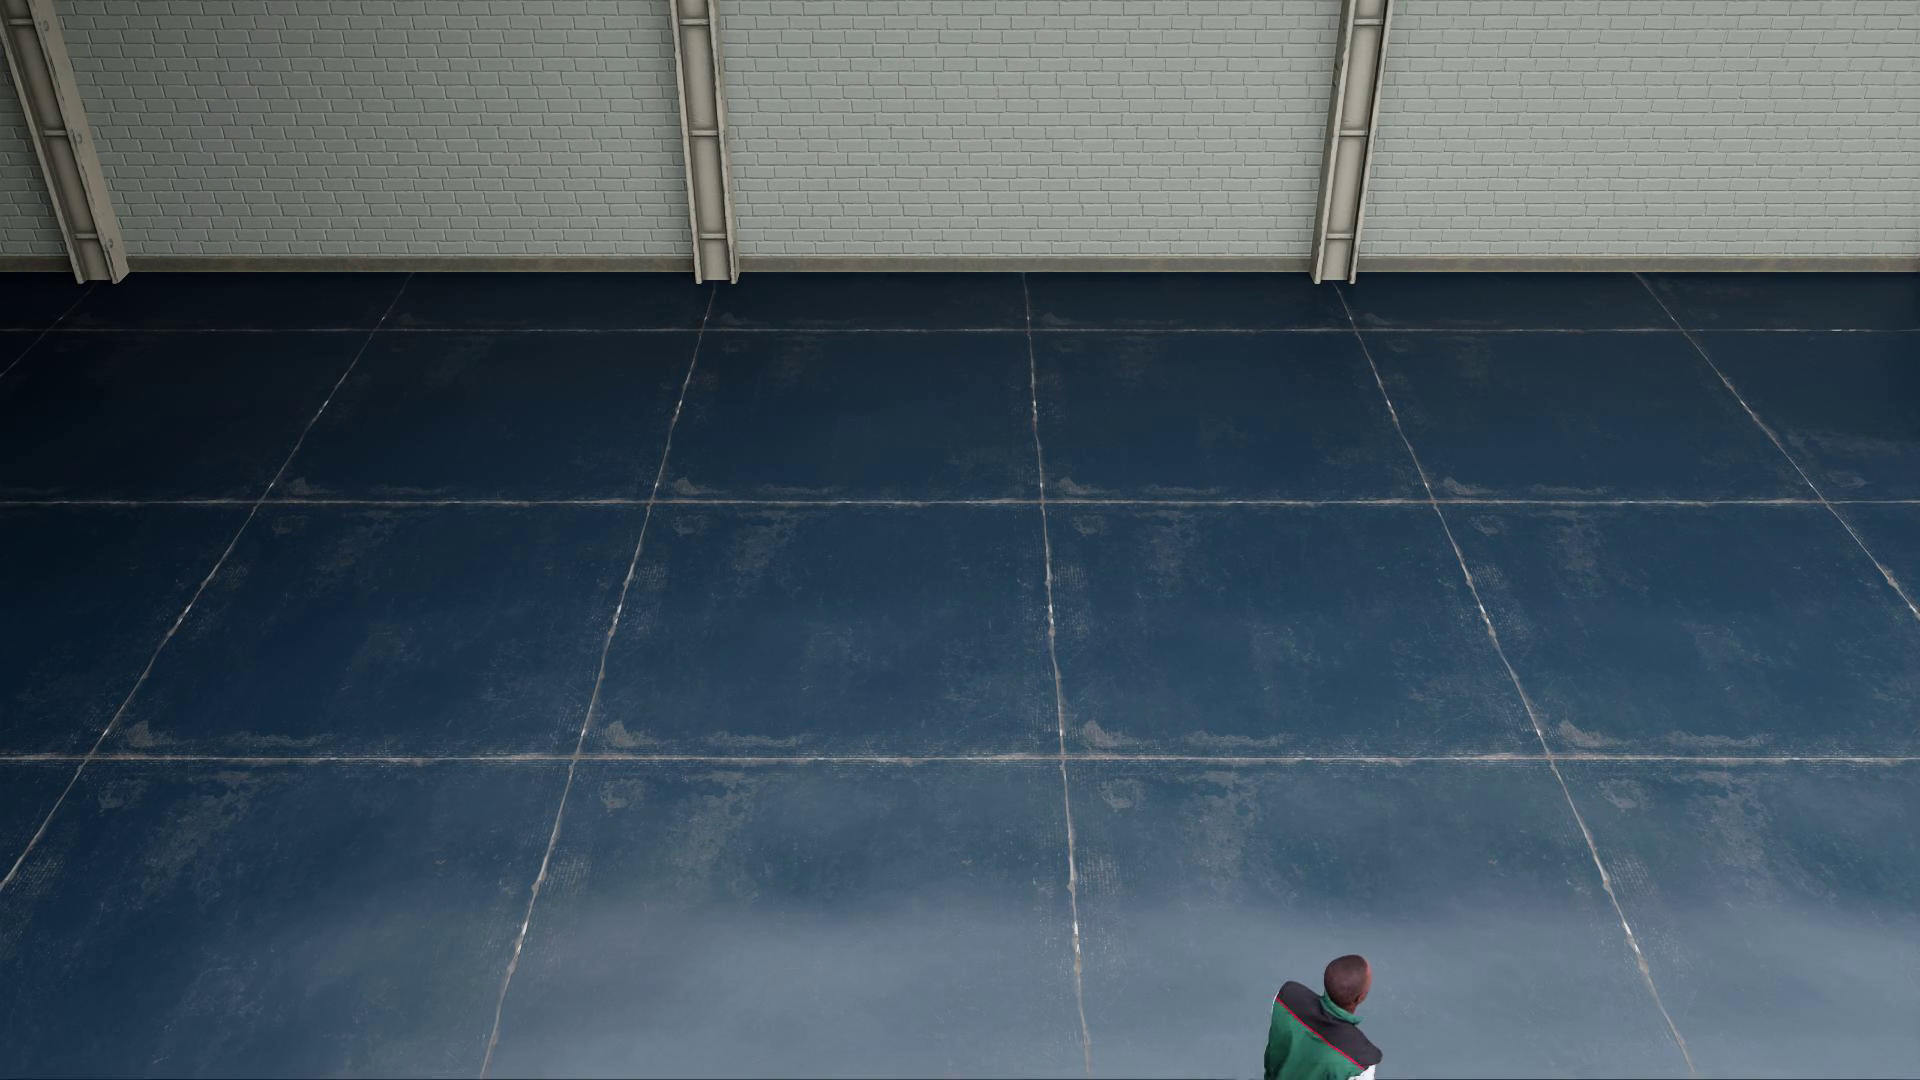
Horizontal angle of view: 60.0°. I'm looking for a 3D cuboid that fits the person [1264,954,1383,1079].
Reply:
[{"bbox_3d":[1.377,2.435,6.896,1.276,1.796,1.203,-27,42,-35],"label":"person"}]
